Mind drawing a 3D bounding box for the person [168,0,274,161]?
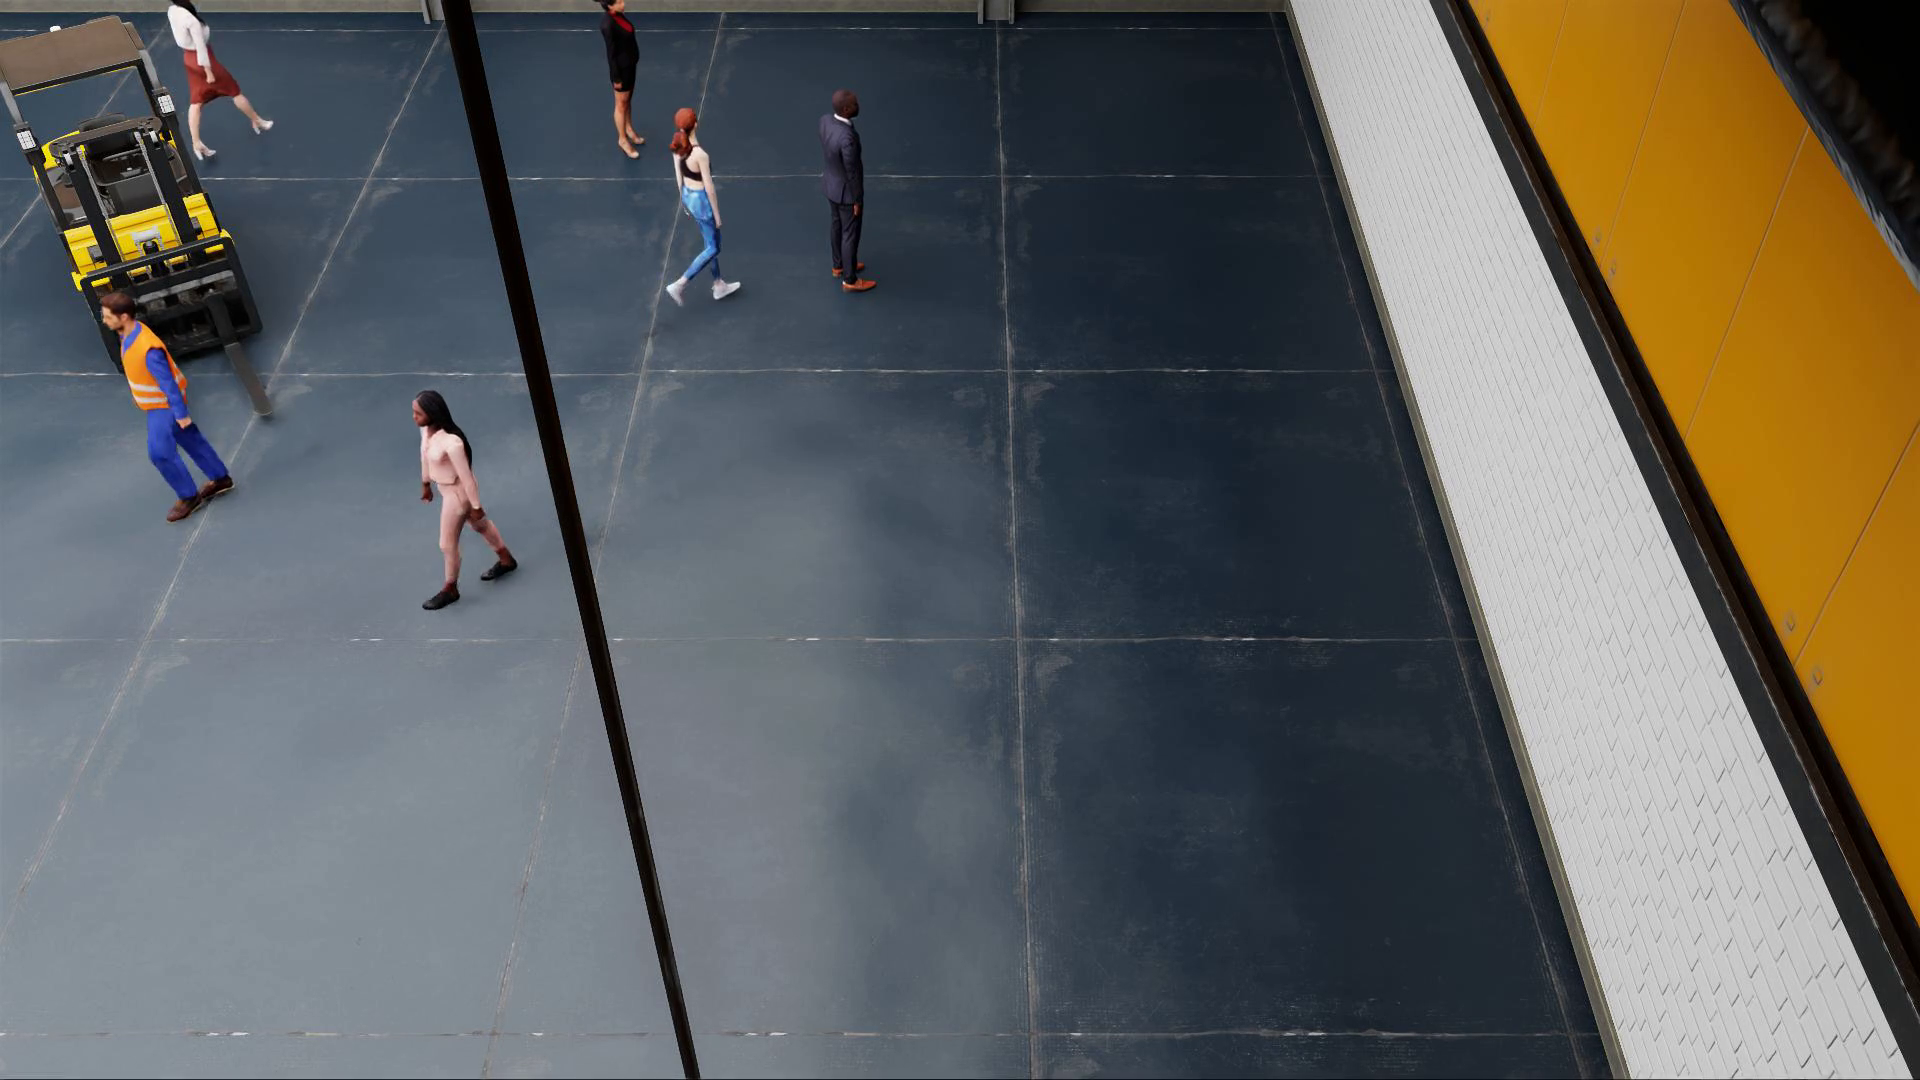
[{"bbox_3d":[-7.112,-4.345,15.482,1.086,1.698,1.086,29,51,27],"label":"person"}]

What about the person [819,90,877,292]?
[{"bbox_3d":[-0.966,-2.932,13.911,0.772,1.819,0.775,-19,47,-19],"label":"person"}]

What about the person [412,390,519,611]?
[{"bbox_3d":[-3.326,-0.348,11.293,1.079,1.689,0.978,-28,50,-26],"label":"person"}]

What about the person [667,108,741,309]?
[{"bbox_3d":[-2.194,-2.667,13.672,0.977,1.764,1.029,35,53,31],"label":"person"}]

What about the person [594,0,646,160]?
[{"bbox_3d":[-3.161,-4.385,15.566,0.614,1.640,0.586,3,44,3],"label":"person"}]

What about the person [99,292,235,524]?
[{"bbox_3d":[-5.595,-1.019,11.885,0.984,1.843,0.924,-33,53,-30],"label":"person"}]
